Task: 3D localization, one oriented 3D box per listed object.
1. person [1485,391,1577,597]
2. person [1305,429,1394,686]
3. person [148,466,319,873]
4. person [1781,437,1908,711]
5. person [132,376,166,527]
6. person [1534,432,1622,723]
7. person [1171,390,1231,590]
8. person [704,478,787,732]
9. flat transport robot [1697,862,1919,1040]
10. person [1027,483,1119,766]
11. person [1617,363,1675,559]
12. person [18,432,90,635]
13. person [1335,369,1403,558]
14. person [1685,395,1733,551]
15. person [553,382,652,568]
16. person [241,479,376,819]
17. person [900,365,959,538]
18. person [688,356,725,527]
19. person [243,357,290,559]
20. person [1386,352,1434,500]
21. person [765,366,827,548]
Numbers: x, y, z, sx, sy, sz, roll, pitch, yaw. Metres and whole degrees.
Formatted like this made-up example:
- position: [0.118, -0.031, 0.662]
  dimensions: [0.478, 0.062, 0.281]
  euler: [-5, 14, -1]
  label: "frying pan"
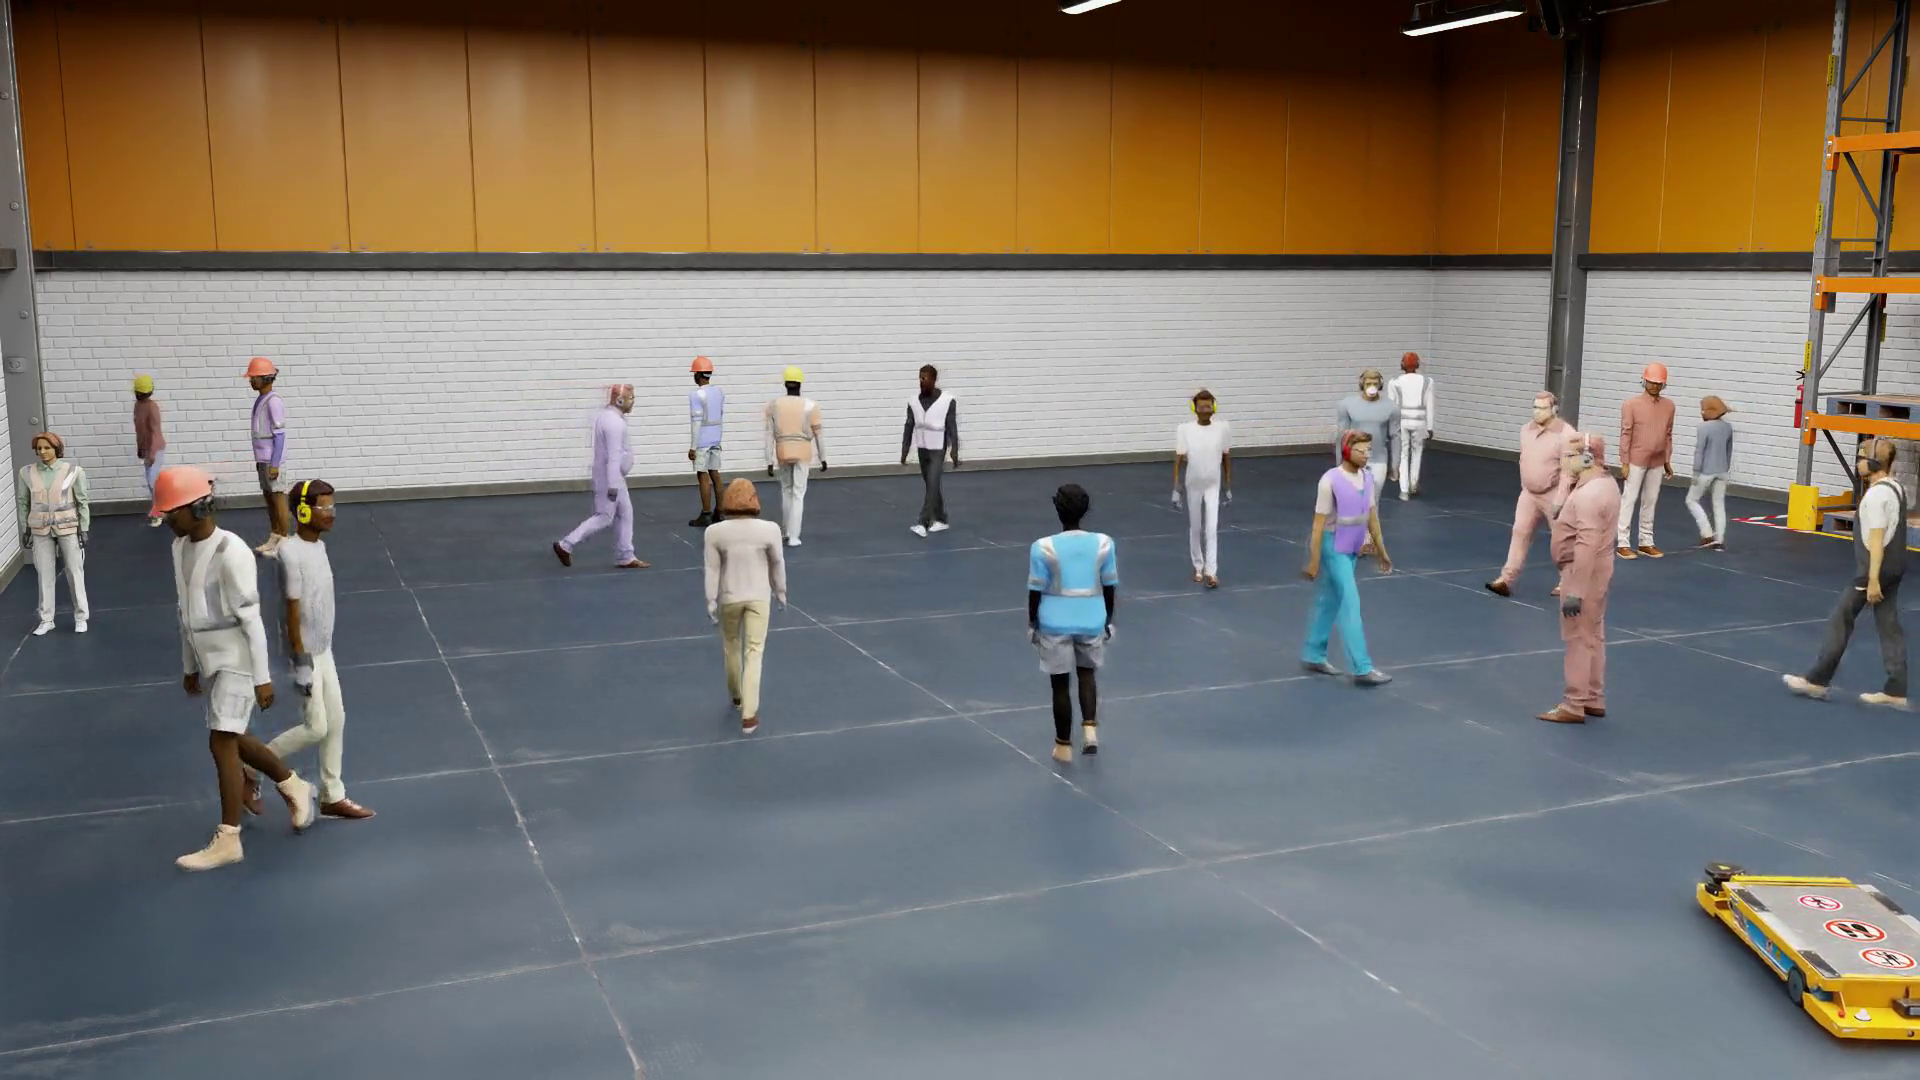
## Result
- position: [5.158, -0.390, 14.773]
  dimensions: [0.983, 1.850, 0.685]
  euler: [-6, 11, -33]
  label: "person"
- position: [2.823, 0.123, 11.801]
  dimensions: [0.882, 1.802, 0.577]
  euler: [8, 12, 40]
  label: "person"
- position: [-3.612, 0.600, 8.365]
  dimensions: [0.680, 2.000, 0.824]
  euler: [7, 12, 36]
  label: "person"
- position: [6.047, 0.211, 11.236]
  dimensions: [0.548, 1.809, 0.869]
  euler: [-9, 13, -43]
  label: "person"
- position: [-9.212, -1.015, 18.977]
  dimensions: [0.431, 1.725, 0.599]
  euler: [-9, 13, -43]
  label: "person"
- position: [4.021, 0.254, 10.788]
  dimensions: [0.415, 1.903, 0.724]
  euler: [6, 11, 31]
  label: "person"
- position: [2.225, -0.461, 15.300]
  dimensions: [0.558, 1.815, 0.975]
  euler: [1, 9, 6]
  label: "person"
- position: [-1.385, 0.391, 10.824]
  dimensions: [0.507, 1.596, 0.839]
  euler: [0, 9, 1]
  label: "person"
- position: [3.685, 1.689, 6.954]
  dimensions: [0.652, 0.197, 1.431]
  euler: [1, 9, 3]
  label: "flat transport robot"
- position: [0.653, 0.501, 9.848]
  dimensions: [0.551, 1.685, 0.366]
  euler: [-2, 10, -13]
  label: "person"
- position: [6.954, -0.798, 16.833]
  dimensions: [0.612, 1.990, 0.392]
  euler: [-2, 10, -14]
  label: "person"
- position: [-7.276, -0.054, 13.382]
  dimensions: [0.517, 1.641, 0.308]
  euler: [-2, 10, -13]
  label: "person"
- position: [4.134, -0.754, 16.781]
  dimensions: [0.655, 1.914, 0.803]
  euler: [1, 9, 7]
  label: "person"
- position: [7.780, -0.685, 17.243]
  dimensions: [0.591, 1.625, 0.340]
  euler: [-4, 10, -23]
  label: "person"
- position: [-3.485, -0.601, 16.093]
  dimensions: [0.855, 1.857, 0.654]
  euler: [-2, 10, -12]
  label: "person"
- position: [-3.500, 0.598, 8.788]
  dimensions: [0.637, 1.853, 0.530]
  euler: [0, 9, 0]
  label: "person"
- position: [-0.372, -0.973, 18.262]
  dimensions: [0.624, 1.868, 0.969]
  euler: [6, 11, 32]
  label: "person"
- position: [-2.911, -1.116, 18.916]
  dimensions: [0.362, 1.935, 0.553]
  euler: [5, 11, 28]
  label: "person"
- position: [-7.035, -0.838, 16.904]
  dimensions: [0.367, 2.046, 0.608]
  euler: [-7, 12, -38]
  label: "person"
- position: [5.705, -1.456, 21.184]
  dimensions: [0.602, 1.862, 0.589]
  euler: [1, 9, 8]
  label: "person"
- position: [-1.730, -0.897, 17.731]
  dimensions: [0.611, 1.888, 0.900]
  euler: [1, 9, 9]
  label: "person"
